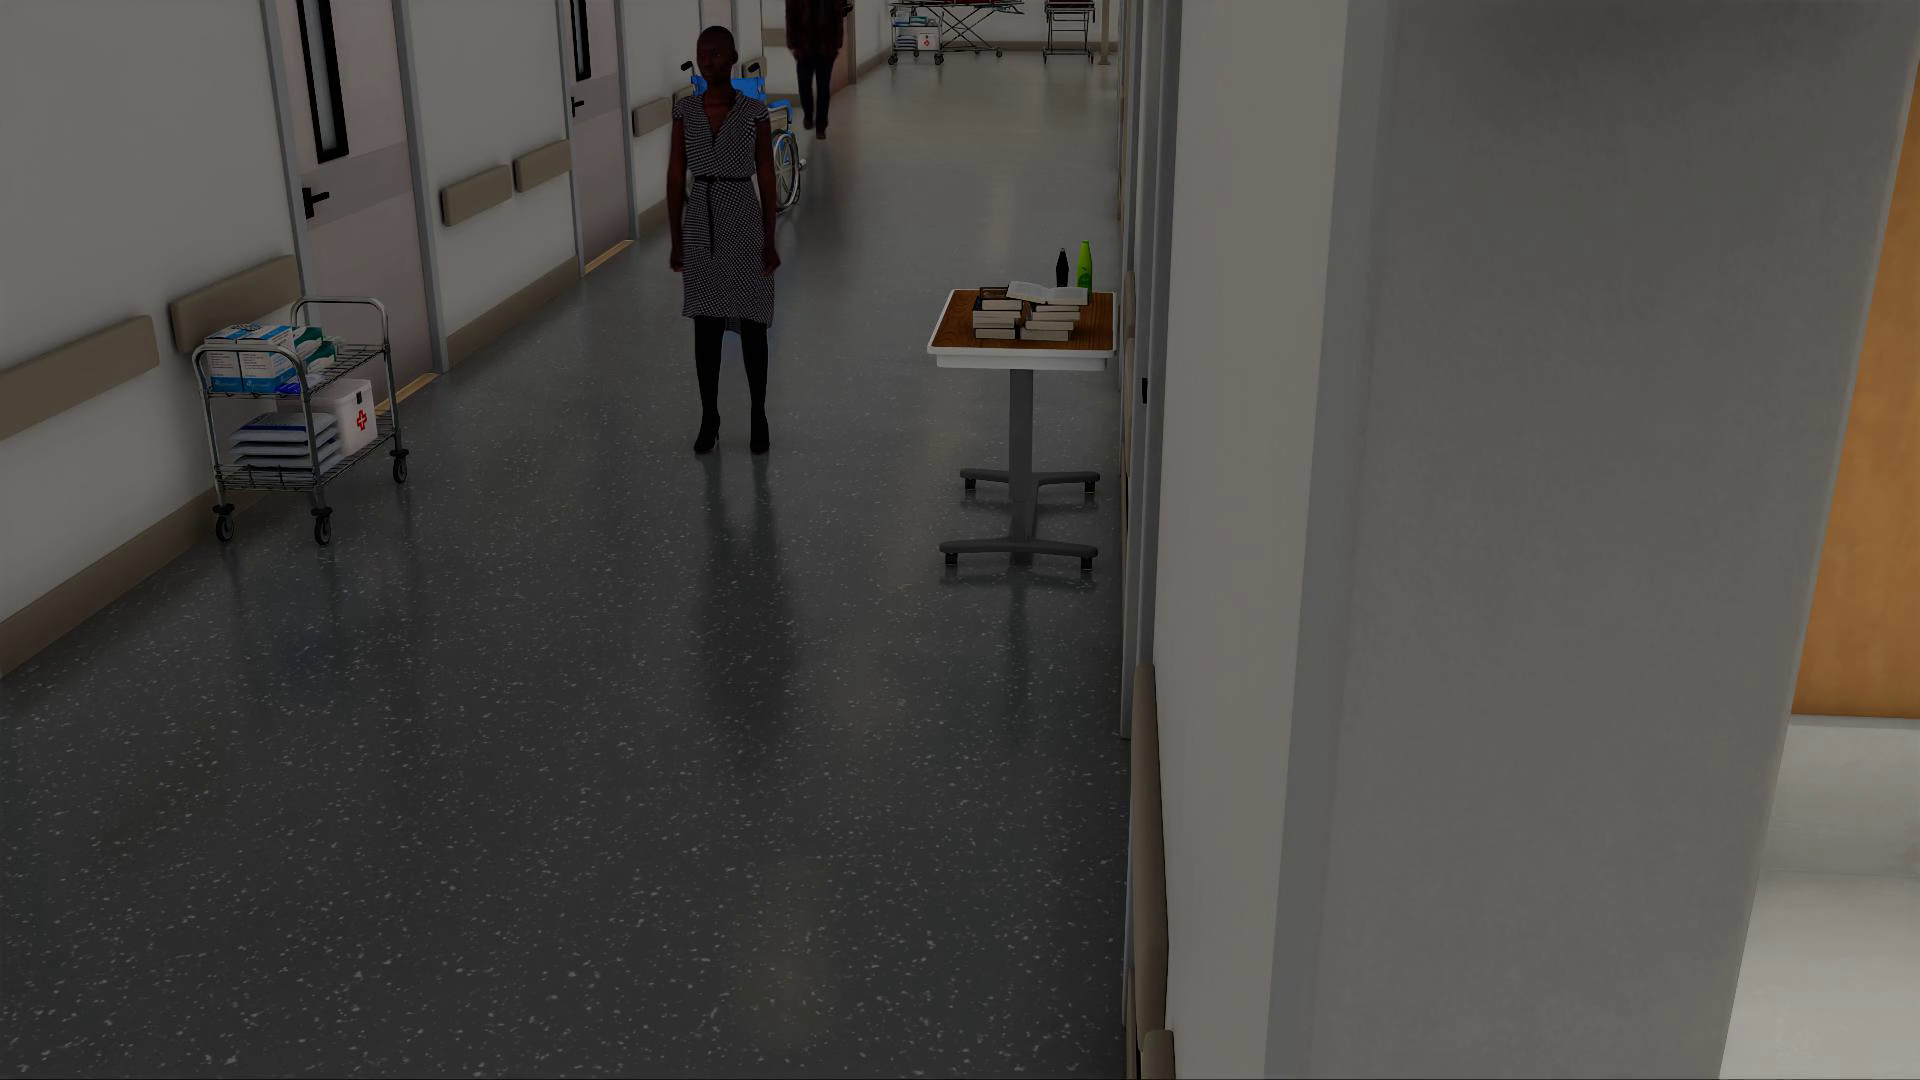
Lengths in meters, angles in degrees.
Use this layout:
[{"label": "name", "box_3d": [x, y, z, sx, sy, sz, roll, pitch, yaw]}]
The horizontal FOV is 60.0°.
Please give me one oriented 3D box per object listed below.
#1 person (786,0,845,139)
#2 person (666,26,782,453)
[{"label": "person", "box_3d": [-1.480, -5.067, 17.079, 0.831, 1.831, 0.902, -2, 21, -5]}, {"label": "person", "box_3d": [-0.994, -1.253, 7.068, 0.625, 1.789, 0.513, 1, 21, 3]}]
